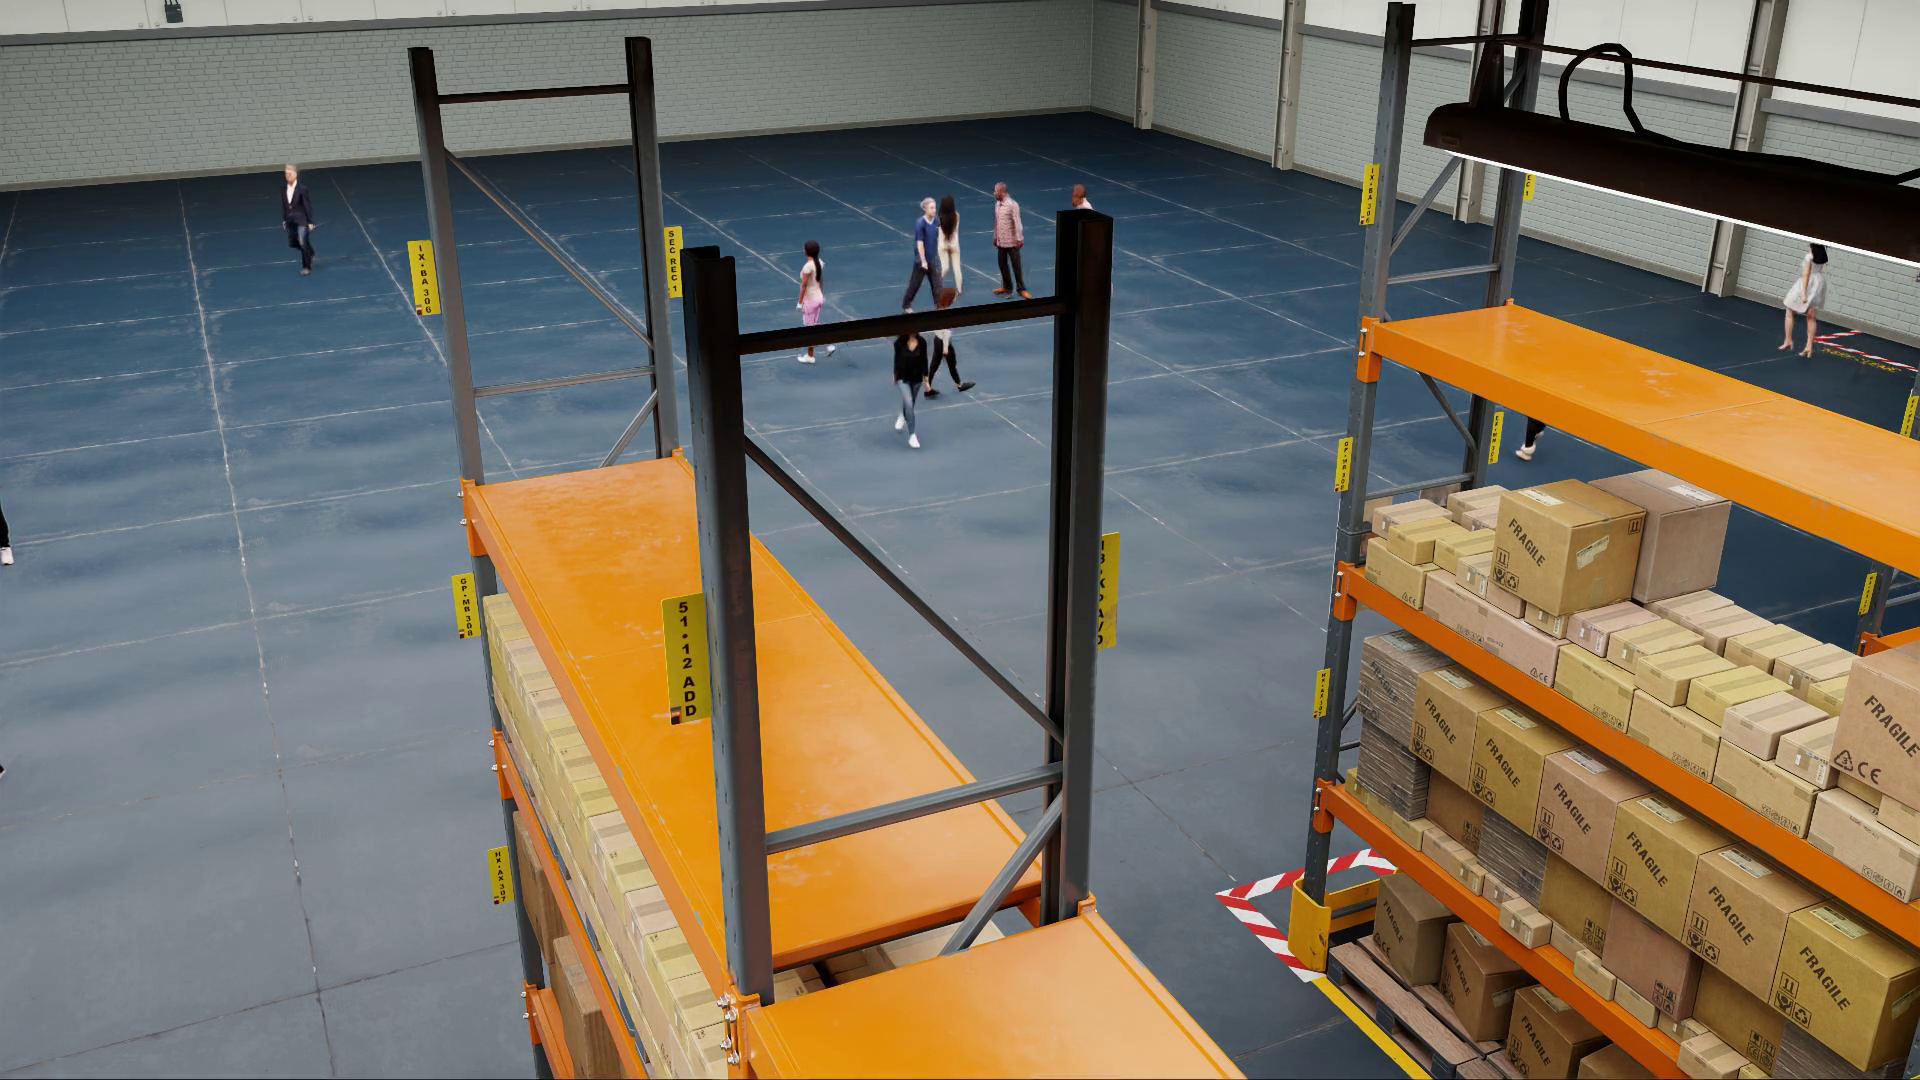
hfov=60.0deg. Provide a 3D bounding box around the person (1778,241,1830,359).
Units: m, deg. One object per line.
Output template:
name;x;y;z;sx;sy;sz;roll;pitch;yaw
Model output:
person;11.909;-3.391;23.145;0.618;1.749;0.754;-9;25;-20

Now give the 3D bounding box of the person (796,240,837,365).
person;-1.965;-3.255;22.847;0.910;1.734;0.838;10;25;23

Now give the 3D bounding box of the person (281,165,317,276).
person;-10.975;-5.348;27.683;0.942;1.801;1.009;6;24;15

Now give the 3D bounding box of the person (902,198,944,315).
person;-0.584;-4.198;24.949;0.846;1.823;1.260;-17;29;-35

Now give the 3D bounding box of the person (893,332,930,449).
person;-0.644;-1.953;19.965;0.666;1.592;1.106;-7;24;-16

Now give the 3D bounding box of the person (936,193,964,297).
person;-0.189;-4.683;26.309;0.786;1.651;0.709;-10;25;-22

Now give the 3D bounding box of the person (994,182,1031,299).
person;0.844;-4.737;26.264;0.657;1.787;0.997;19;30;38

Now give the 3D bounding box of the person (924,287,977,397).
person;-0.273;-2.527;21.503;0.752;1.445;0.879;-10;25;-22
